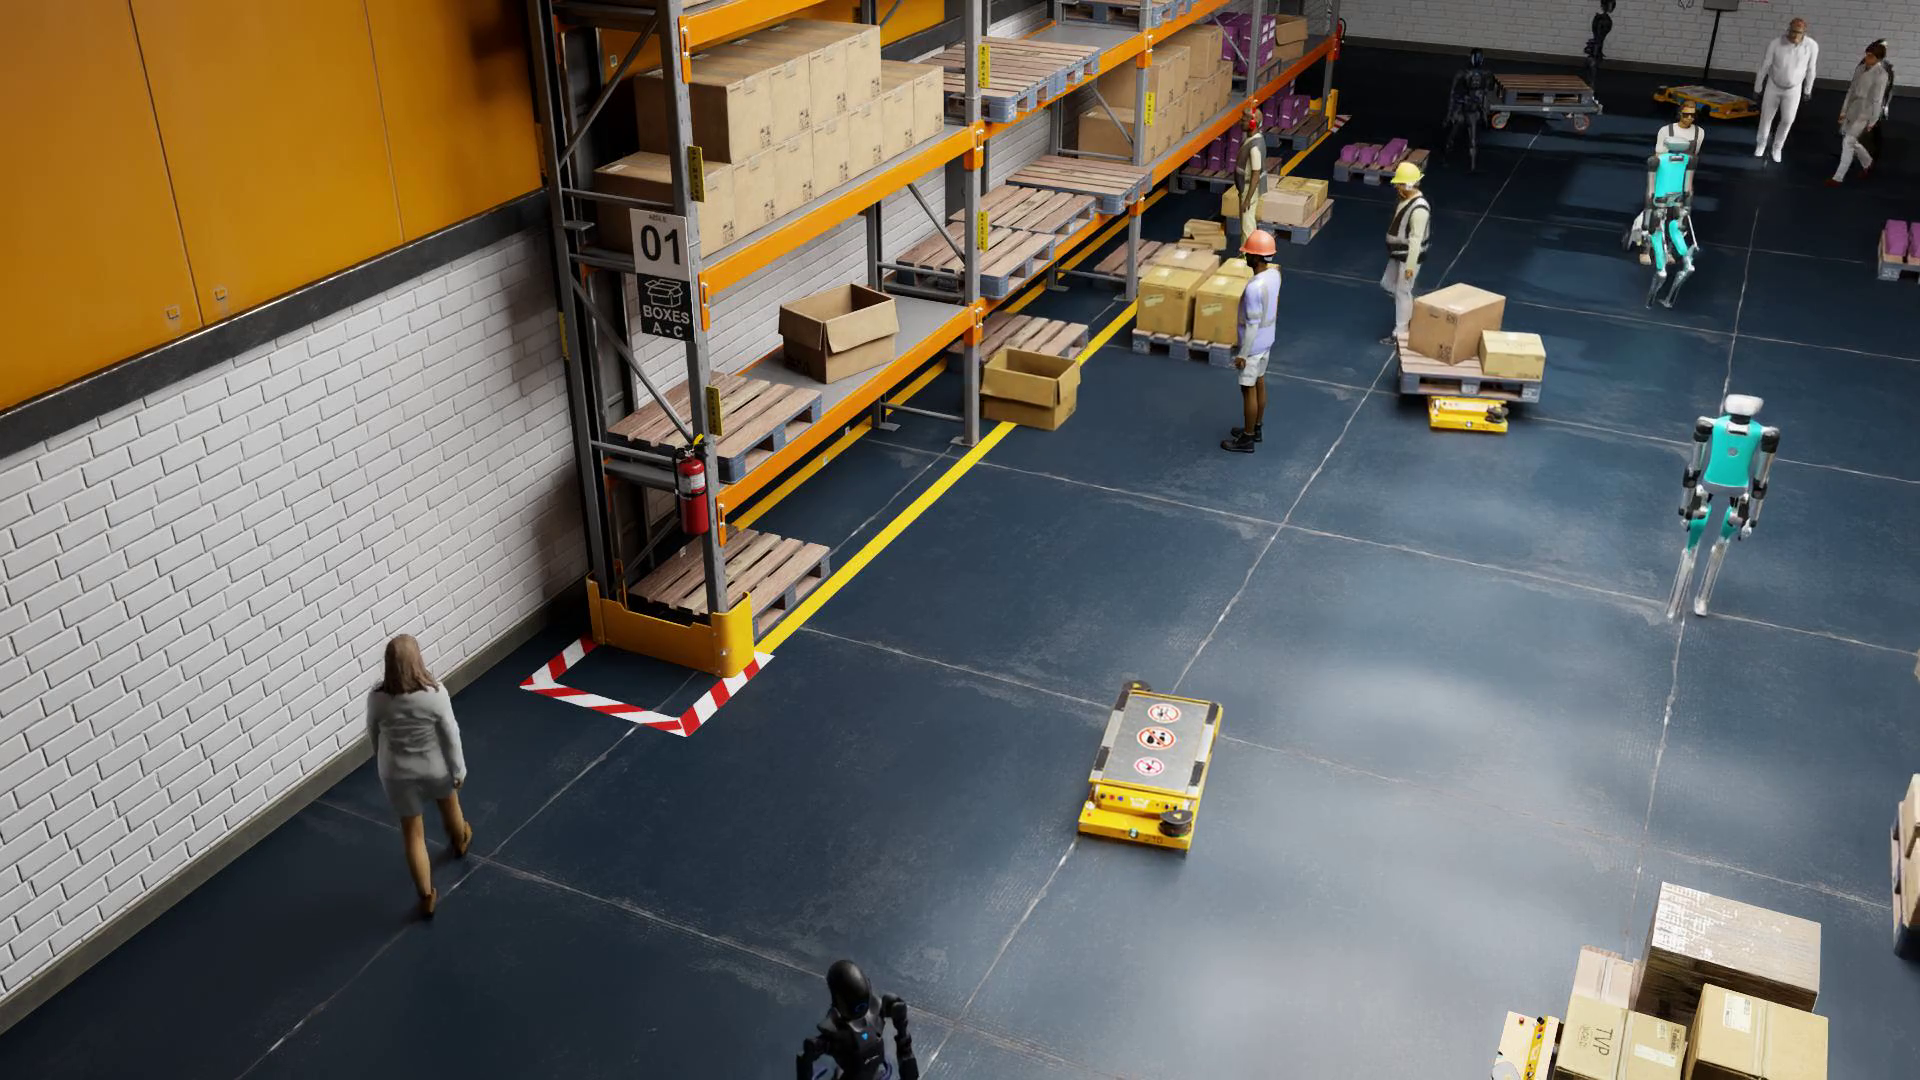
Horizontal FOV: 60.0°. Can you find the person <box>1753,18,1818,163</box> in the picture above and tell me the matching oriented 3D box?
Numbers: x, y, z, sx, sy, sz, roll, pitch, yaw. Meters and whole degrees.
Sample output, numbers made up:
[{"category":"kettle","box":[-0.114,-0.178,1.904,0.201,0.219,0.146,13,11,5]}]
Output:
[{"category":"person","box":[10.957,-5.993,22.151,0.698,1.871,0.718,11,30,19]}]

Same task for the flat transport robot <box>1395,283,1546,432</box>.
[{"category":"flat transport robot","box":[4.620,-1.375,15.278,0.659,0.231,1.431,5,29,9]}]

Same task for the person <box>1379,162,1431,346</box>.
[{"category":"person","box":[4.371,-2.798,16.291,0.478,1.806,0.631,-1,28,-1]}]

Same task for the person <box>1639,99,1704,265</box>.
[{"category":"person","box":[7.887,-3.959,18.410,0.505,1.846,0.346,-1,28,-2]}]

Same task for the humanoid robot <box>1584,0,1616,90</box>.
[{"category":"humanoid robot","box":[9.389,-7.169,24.550,0.328,1.642,0.593,14,31,24]}]

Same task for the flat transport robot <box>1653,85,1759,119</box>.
[{"category":"flat transport robot","box":[11.176,-6.572,24.913,0.659,0.231,1.431,-12,30,-21]}]

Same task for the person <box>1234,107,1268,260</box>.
[{"category":"person","box":[3.141,-3.775,18.069,0.390,1.843,0.562,2,28,4]}]

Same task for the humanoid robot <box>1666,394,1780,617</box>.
[{"category":"humanoid robot","box":[5.314,-0.255,11.645,0.530,1.792,0.709,12,31,22]}]

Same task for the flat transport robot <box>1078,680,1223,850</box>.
[{"category":"flat transport robot","box":[1.195,1.354,10.217,0.659,0.231,1.431,8,29,14]}]

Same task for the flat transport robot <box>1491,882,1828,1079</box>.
[{"category":"flat transport robot","box":[3.262,2.645,7.824,1.431,0.231,0.659,13,31,22]}]

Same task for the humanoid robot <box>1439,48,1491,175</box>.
[{"category":"humanoid robot","box":[6.597,-5.585,21.646,0.610,1.618,0.778,-6,29,-10]}]

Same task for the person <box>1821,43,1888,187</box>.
[{"category":"person","box":[11.502,-5.406,21.140,0.761,1.805,0.511,-5,29,-8]}]

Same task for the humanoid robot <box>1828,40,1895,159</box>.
[{"category":"humanoid robot","box":[12.167,-5.877,22.212,0.824,1.599,0.611,-14,31,-24]}]

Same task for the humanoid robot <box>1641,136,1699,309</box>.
[{"category":"humanoid robot","box":[7.345,-3.191,17.127,0.532,1.776,0.786,-4,29,-7]}]

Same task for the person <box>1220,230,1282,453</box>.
[{"category":"person","box":[2.470,-1.676,14.081,0.355,1.937,0.547,14,31,24]}]

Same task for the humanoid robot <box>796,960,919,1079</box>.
[{"category":"humanoid robot","box":[-0.411,2.360,6.932,0.602,1.625,0.805,-20,34,-33]}]

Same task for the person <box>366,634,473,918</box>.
[{"category":"person","box":[-2.935,1.204,9.052,0.491,1.623,0.758,-6,29,-12]}]

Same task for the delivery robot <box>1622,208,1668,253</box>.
[{"category":"delivery robot","box":[7.966,-3.597,19.088,0.499,0.587,0.781,17,33,29]}]
